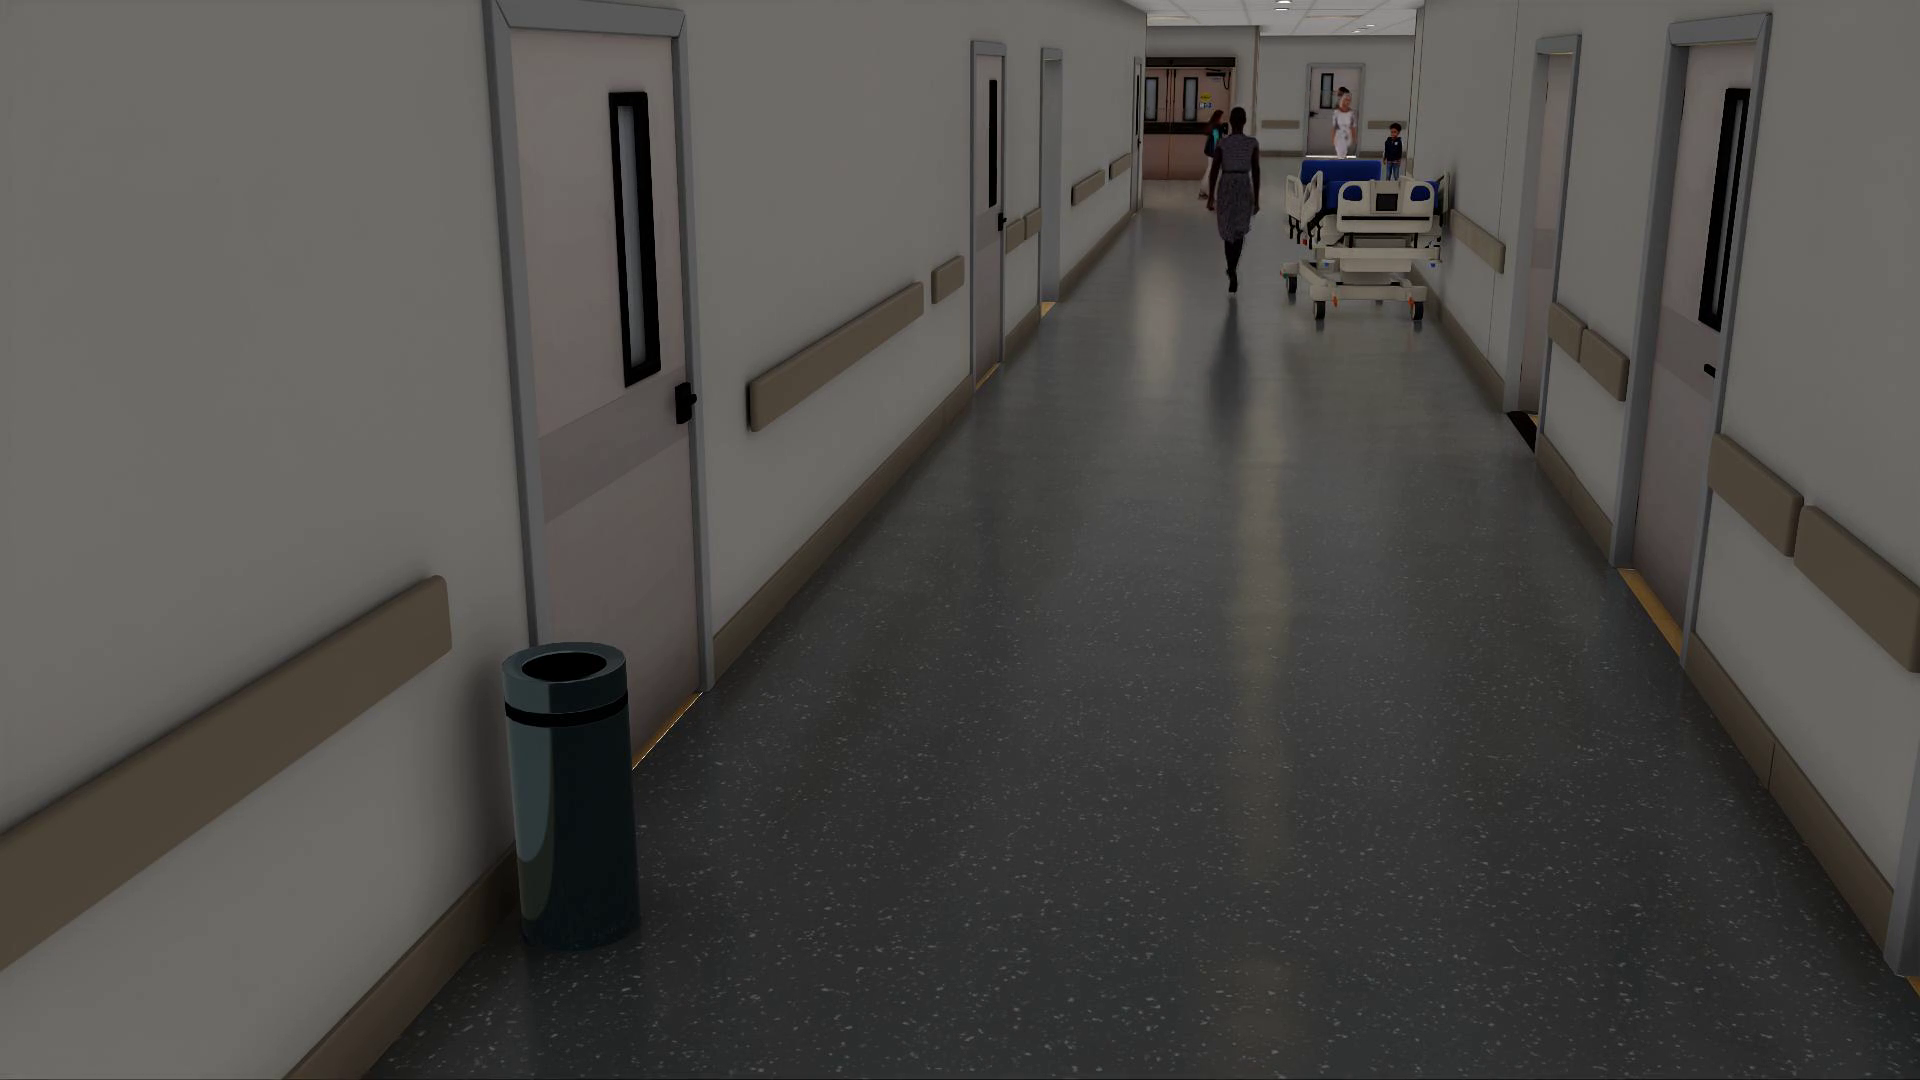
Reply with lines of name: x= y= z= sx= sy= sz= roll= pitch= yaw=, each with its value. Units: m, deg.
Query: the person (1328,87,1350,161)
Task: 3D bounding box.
person: x=9.216 y=-10.121 z=40.452 sx=0.637 sy=1.760 sz=0.707 roll=1 pitch=16 yaw=4

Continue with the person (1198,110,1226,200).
person: x=4.227 y=-6.464 z=28.032 sx=0.963 sy=1.462 sz=0.652 roll=5 pitch=16 yaw=16

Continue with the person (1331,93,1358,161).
person: x=7.025 y=-7.348 z=30.720 sx=1.107 sy=1.705 sz=0.913 roll=-3 pitch=16 yaw=-12

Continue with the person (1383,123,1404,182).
person: x=7.824 y=-6.899 z=30.018 sx=0.522 sy=1.222 sz=0.635 roll=11 pitch=19 yaw=34

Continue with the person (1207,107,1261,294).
person: x=2.657 y=-3.244 z=16.083 sx=1.100 sy=1.747 sz=0.804 roll=1 pitch=16 yaw=2
